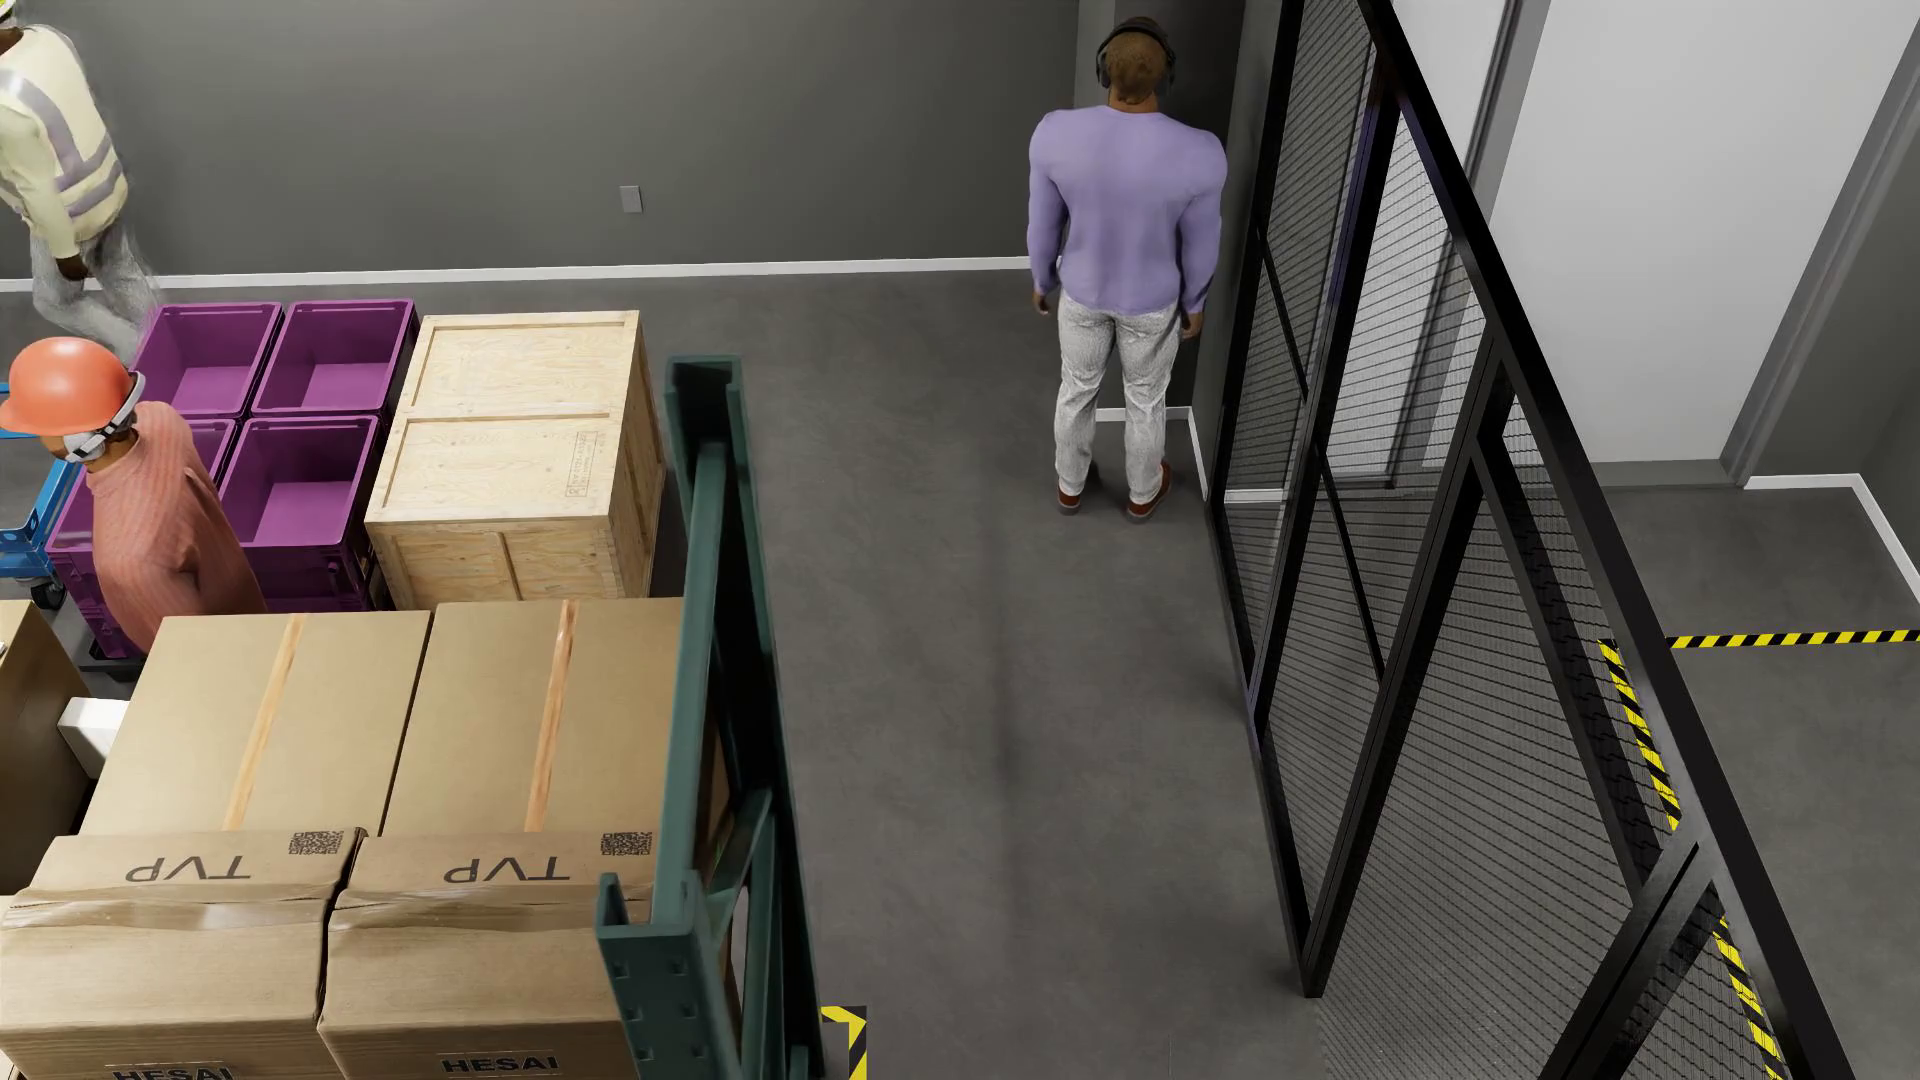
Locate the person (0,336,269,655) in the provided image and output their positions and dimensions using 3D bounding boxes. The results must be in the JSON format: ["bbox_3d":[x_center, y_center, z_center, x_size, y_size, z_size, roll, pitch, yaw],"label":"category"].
[{"bbox_3d":[-2.043,0.252,4.477,0.382,1.994,0.613,-12,48,-11],"label":"person"}]

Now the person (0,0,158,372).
[{"bbox_3d":[-3.233,-1.238,6.022,0.428,1.816,0.610,-2,46,-2],"label":"person"}]

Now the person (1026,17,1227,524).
[{"bbox_3d":[0.529,-0.838,5.557,0.629,1.940,0.379,12,47,11],"label":"person"}]
